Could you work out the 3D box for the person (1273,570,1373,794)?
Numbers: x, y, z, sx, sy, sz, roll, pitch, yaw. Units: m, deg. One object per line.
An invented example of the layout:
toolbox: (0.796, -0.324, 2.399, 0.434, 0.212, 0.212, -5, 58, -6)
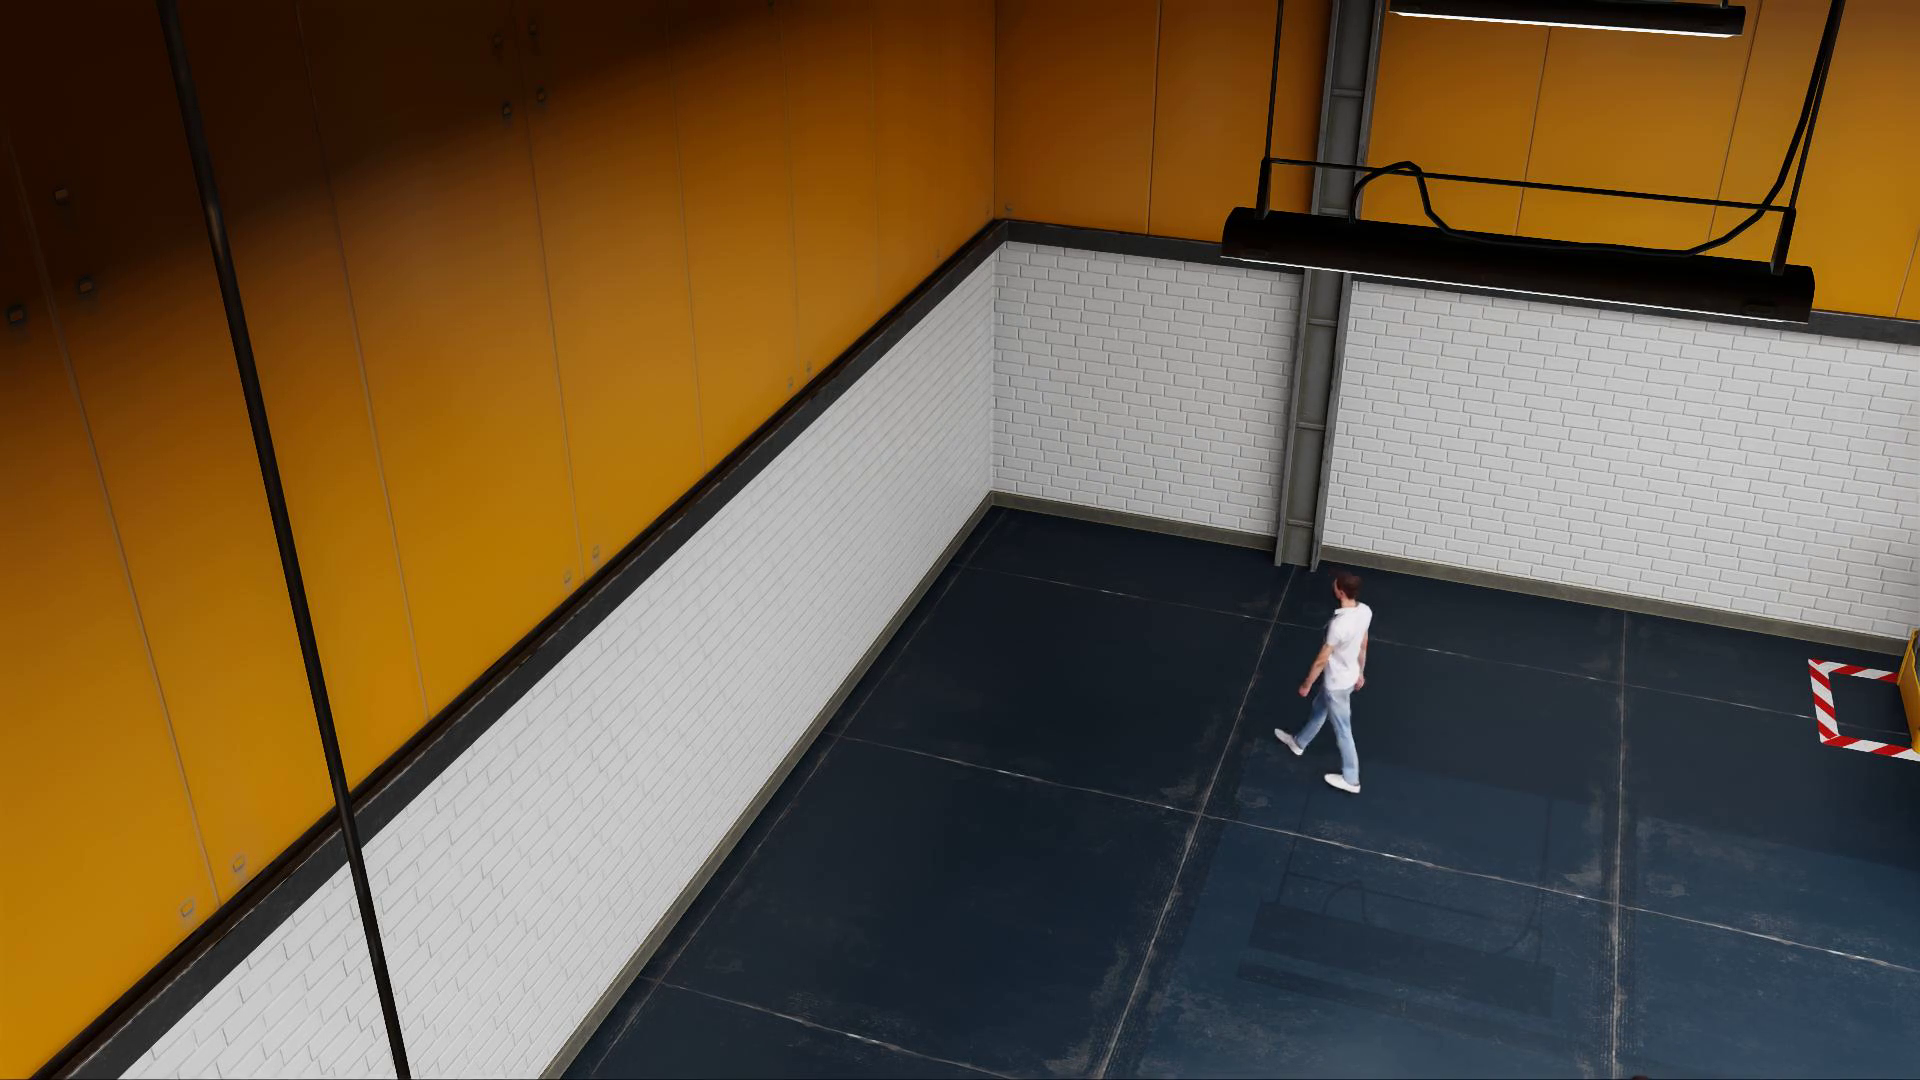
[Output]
person: (2.950, 1.111, 12.567, 1.151, 1.819, 0.854, 19, 34, 31)
